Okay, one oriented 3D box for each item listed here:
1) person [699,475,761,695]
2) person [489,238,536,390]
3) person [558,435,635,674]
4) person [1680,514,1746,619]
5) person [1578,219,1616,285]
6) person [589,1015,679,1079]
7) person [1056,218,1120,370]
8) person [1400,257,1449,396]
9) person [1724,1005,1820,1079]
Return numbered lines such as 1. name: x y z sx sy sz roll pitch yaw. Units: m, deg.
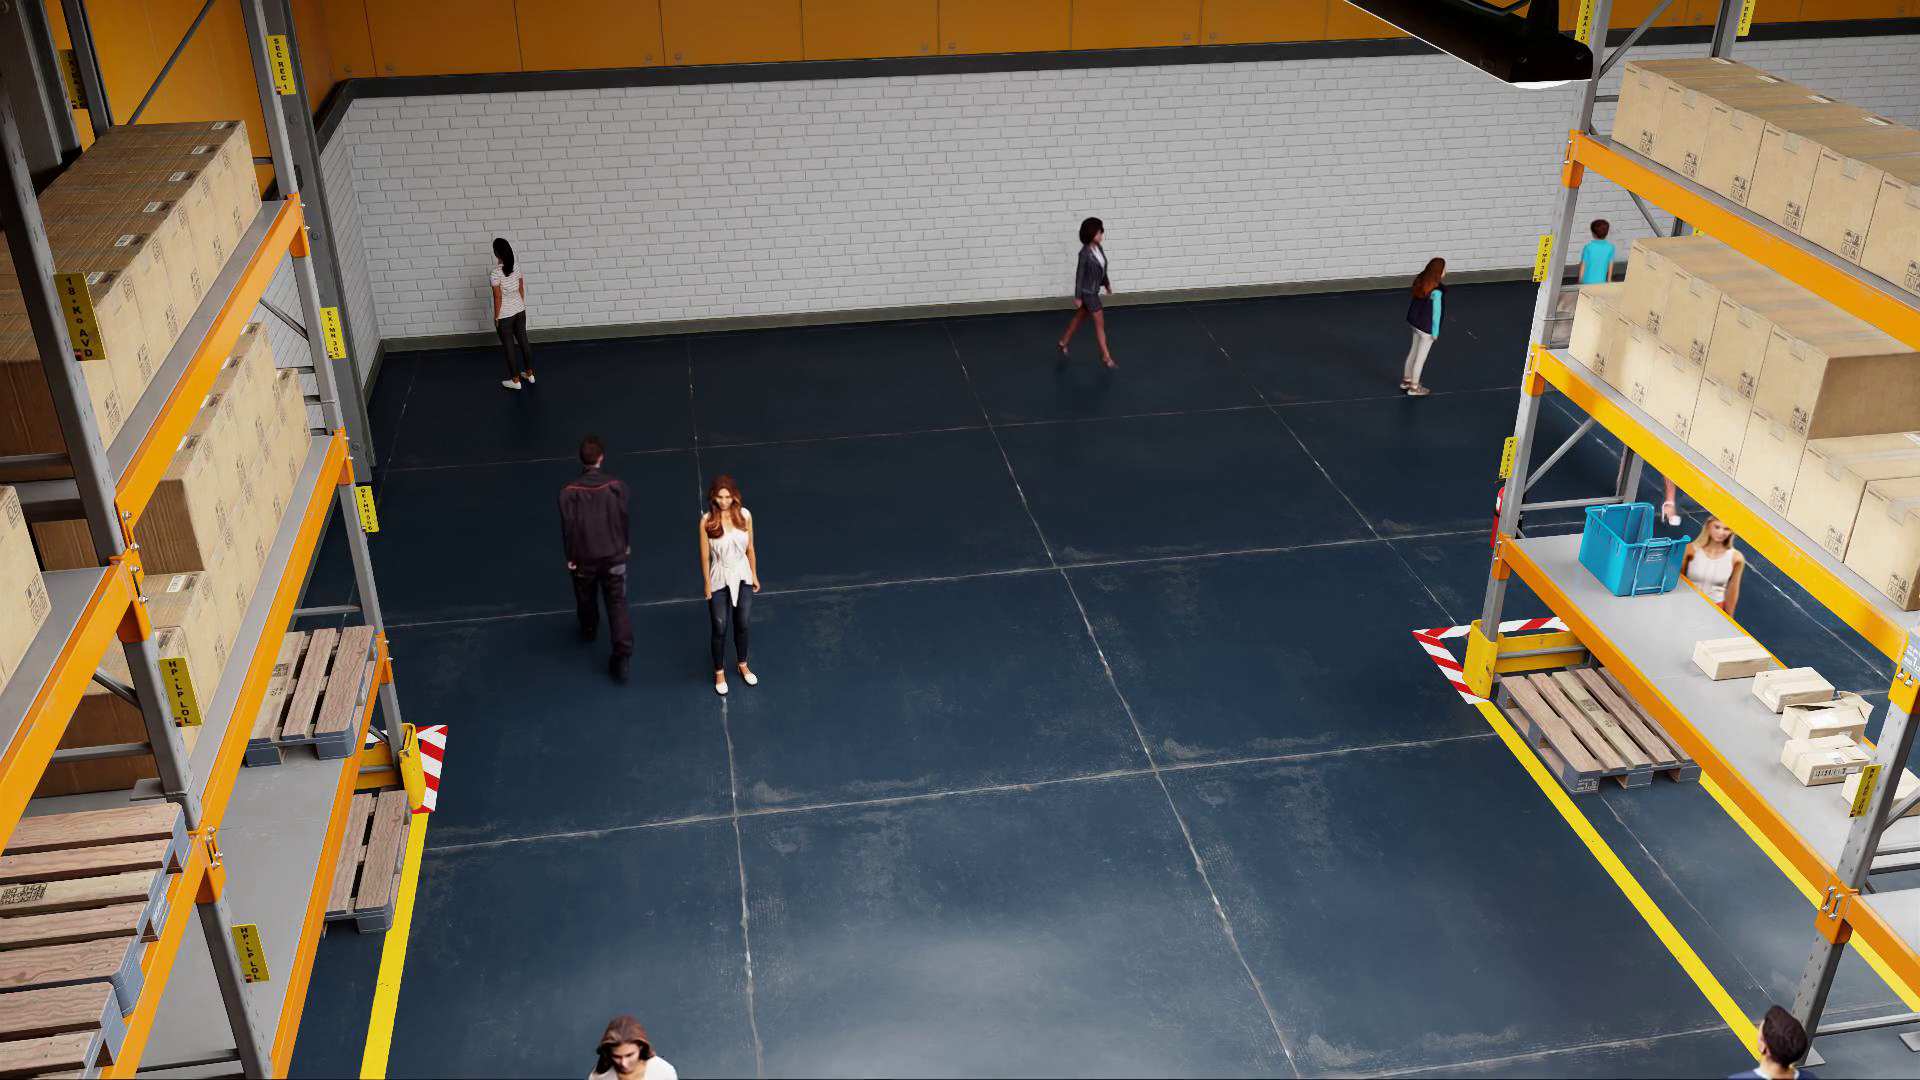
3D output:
1. person: -1.742 0.309 12.537 0.636 1.784 0.610 -13 31 -23
2. person: -4.782 -2.420 17.684 0.717 1.646 0.653 18 33 29
3. person: -2.742 0.153 12.739 0.810 1.864 1.248 -10 30 -18
4. person: 5.344 0.560 12.060 0.719 1.800 0.745 10 30 17
5. person: 7.174 -2.891 18.780 0.671 1.424 0.952 2 29 3
6. person: -1.515 2.860 7.888 0.612 1.757 0.661 -9 30 -15
7. person: 1.344 -2.696 18.175 1.043 1.661 1.057 13 31 23
8. person: 4.898 -2.272 17.572 0.613 1.493 0.493 -5 29 -9
9. person: 3.642 2.928 7.675 0.643 1.843 0.594 0 29 0
